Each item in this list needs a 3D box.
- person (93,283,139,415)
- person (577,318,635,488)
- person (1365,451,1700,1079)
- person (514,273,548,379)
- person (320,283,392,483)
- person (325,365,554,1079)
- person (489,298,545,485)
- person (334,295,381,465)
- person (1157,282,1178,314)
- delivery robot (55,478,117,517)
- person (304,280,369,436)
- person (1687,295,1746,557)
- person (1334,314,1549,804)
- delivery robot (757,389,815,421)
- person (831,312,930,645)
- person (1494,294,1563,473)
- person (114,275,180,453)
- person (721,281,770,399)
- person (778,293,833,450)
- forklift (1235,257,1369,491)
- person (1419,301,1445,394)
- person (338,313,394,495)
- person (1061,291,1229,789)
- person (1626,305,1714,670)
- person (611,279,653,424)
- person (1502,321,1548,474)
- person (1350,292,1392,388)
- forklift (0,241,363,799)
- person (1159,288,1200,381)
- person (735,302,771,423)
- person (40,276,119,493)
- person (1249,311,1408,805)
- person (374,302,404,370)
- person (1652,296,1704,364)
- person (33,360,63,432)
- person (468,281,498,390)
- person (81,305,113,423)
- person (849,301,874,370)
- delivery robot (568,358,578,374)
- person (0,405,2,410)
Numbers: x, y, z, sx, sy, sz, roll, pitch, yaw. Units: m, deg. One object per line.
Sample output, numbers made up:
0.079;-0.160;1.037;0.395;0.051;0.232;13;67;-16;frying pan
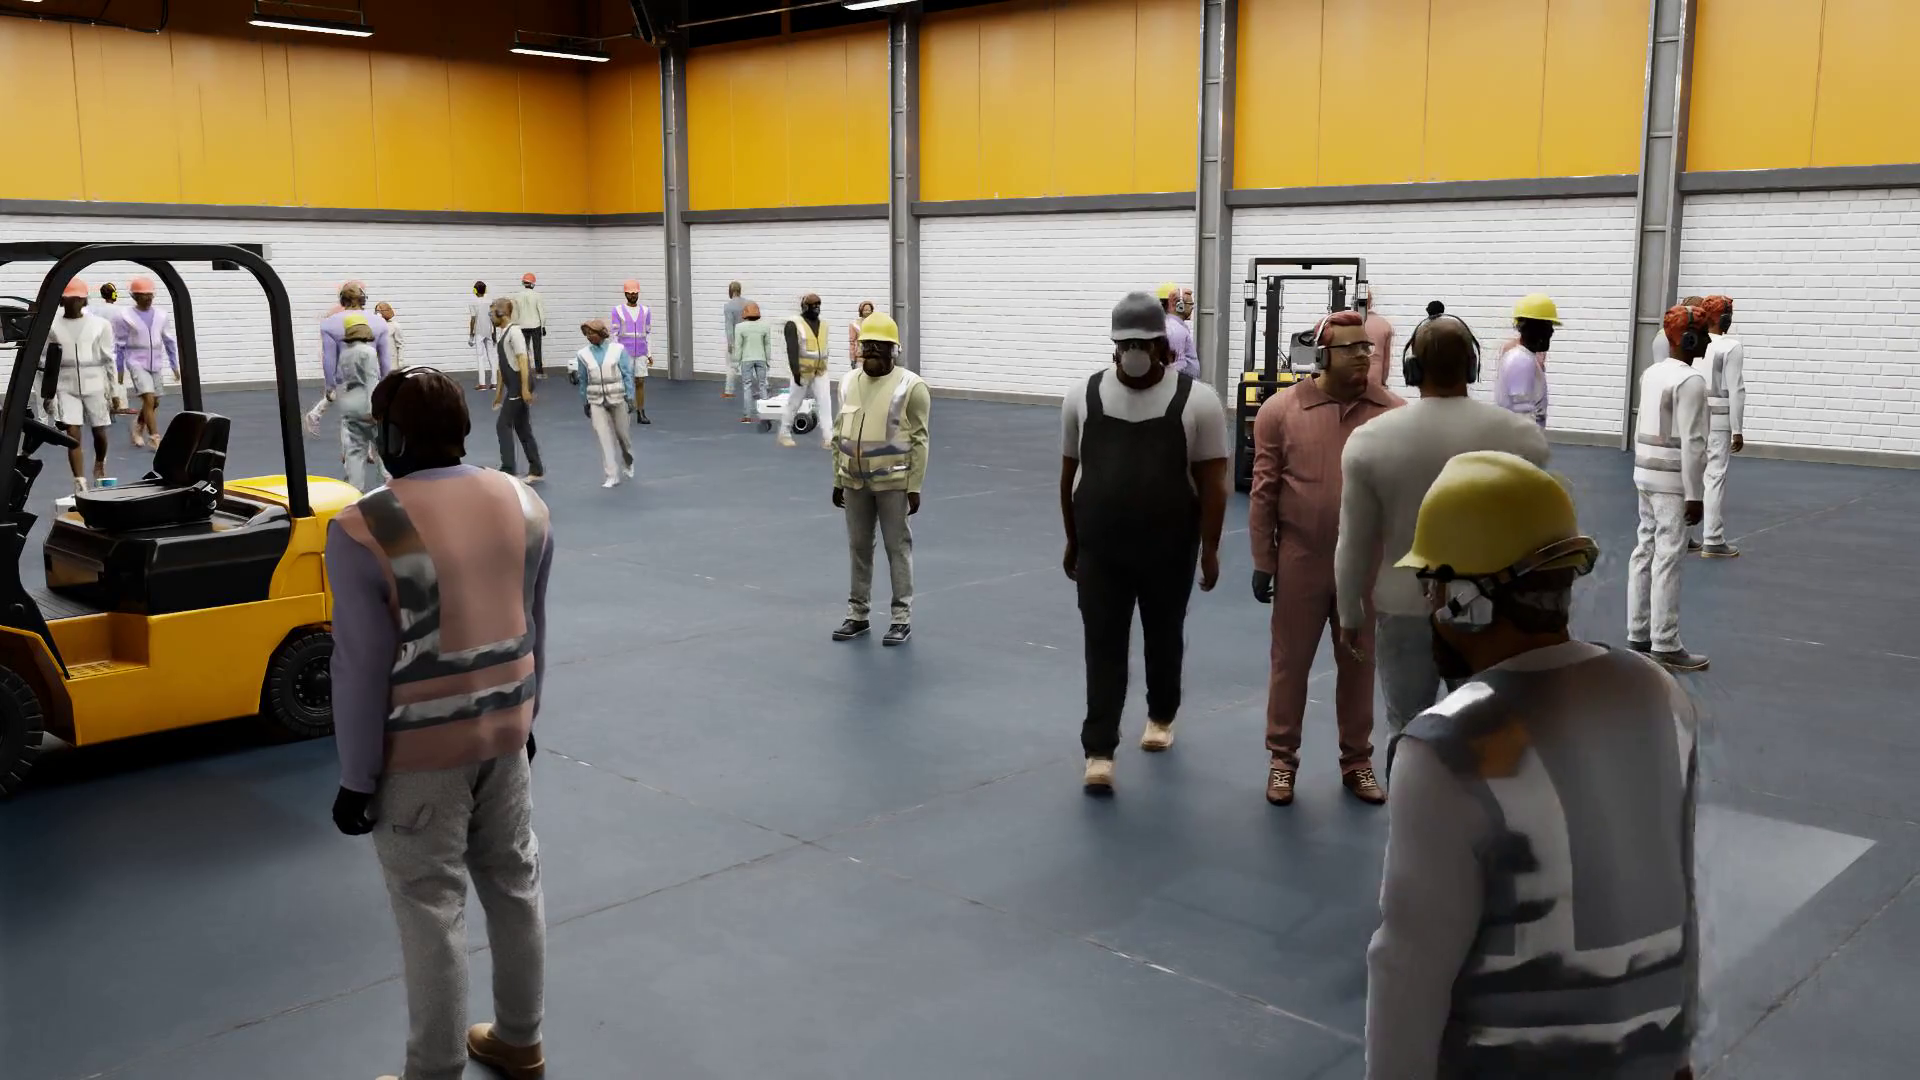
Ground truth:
-12.019;-2.708;23.628;0.514;1.876;0.328;2;9;11;person
-3.386;-1.332;15.995;0.547;1.607;0.700;0;9;0;person
0.836;0.772;2.497;0.647;1.806;0.471;-6;11;-31;person
-8.085;-4.025;31.329;0.611;1.996;0.379;2;9;11;person
-5.800;-1.499;16.024;0.631;1.935;0.362;-5;10;-26;person
-1.271;0.499;4.061;0.430;1.845;0.624;6;11;33;person
-4.313;-1.409;15.927;0.636;1.793;0.603;-3;10;-17;person
-6.360;-1.716;17.595;0.369;1.860;0.536;6;11;34;person
2.230;-1.819;18.012;0.368;1.926;0.594;7;11;35;person
-6.139;-0.206;12.031;0.707;0.478;0.477;1;9;4;delivery robot
-7.526;-2.170;20.120;0.754;1.947;0.682;0;9;2;person
5.404;-0.817;12.005;0.355;1.883;0.574;-5;10;-26;person
1.525;0.245;5.339;0.654;1.929;0.460;2;10;13;person
-2.203;-1.669;21.002;0.707;0.478;0.477;1;9;4;delivery robot
-0.463;-0.338;9.209;0.590;1.837;0.404;5;10;26;person
3.440;-0.538;10.221;0.462;1.912;0.702;3;10;19;person
-9.280;-1.998;18.876;0.932;2.009;0.617;7;11;36;person
-3.432;-3.166;26.430;0.920;1.897;0.659;8;12;42;person
-1.768;-1.940;19.170;0.625;1.800;0.961;-8;12;-39;person
3.309;-1.629;16.029;1.214;2.155;2.313;2;9;11;forklift
5.663;-2.002;19.831;0.534;1.698;0.322;-3;10;-20;person
-5.088;-1.091;14.250;0.554;1.688;0.600;5;11;29;person
0.743;-0.053;6.836;0.696;2.000;1.012;2;9;12;person
3.709;-0.274;8.675;0.362;1.883;0.575;0;9;-1;person
-4.347;-2.496;22.125;0.543;1.939;0.361;-5;11;-29;person
5.353;-1.374;15.940;0.535;1.717;0.911;-3;10;-19;person
4.219;-1.709;17.574;0.677;1.852;0.993;-2;9;-12;person
-3.706;-0.171;7.093;1.214;2.155;2.313;9;13;43;forklift
1.973;-1.331;15.112;0.403;1.900;0.641;0;9;-2;person
-2.784;-2.384;22.376;0.502;1.633;0.282;-4;10;-21;person
-7.947;-1.376;15.021;0.623;2.020;0.858;-5;11;-29;person
1.443;0.076;6.440;0.648;1.912;0.409;0;9;-1;person
-7.718;-2.391;22.415;0.504;1.632;0.269;3;10;19;person
6.312;-1.199;14.491;0.619;1.838;0.430;-4;10;-24;person
-11.528;-2.145;20.899;0.500;1.636;0.280;3;10;16;person
-8.172;-3.494;28.477;0.312;1.864;0.532;9;13;44;person
-11.794;-2.494;22.197;0.822;1.905;0.572;-3;10;-17;person
-1.289;-2.475;22.940;0.518;1.633;0.313;-4;10;-26;person
-6.796;-3.123;29.917;0.477;0.478;0.707;-5;11;-29;delivery robot
-7.652;-0.938;12.881;0.393;1.837;0.564;-3;10;-19;person
